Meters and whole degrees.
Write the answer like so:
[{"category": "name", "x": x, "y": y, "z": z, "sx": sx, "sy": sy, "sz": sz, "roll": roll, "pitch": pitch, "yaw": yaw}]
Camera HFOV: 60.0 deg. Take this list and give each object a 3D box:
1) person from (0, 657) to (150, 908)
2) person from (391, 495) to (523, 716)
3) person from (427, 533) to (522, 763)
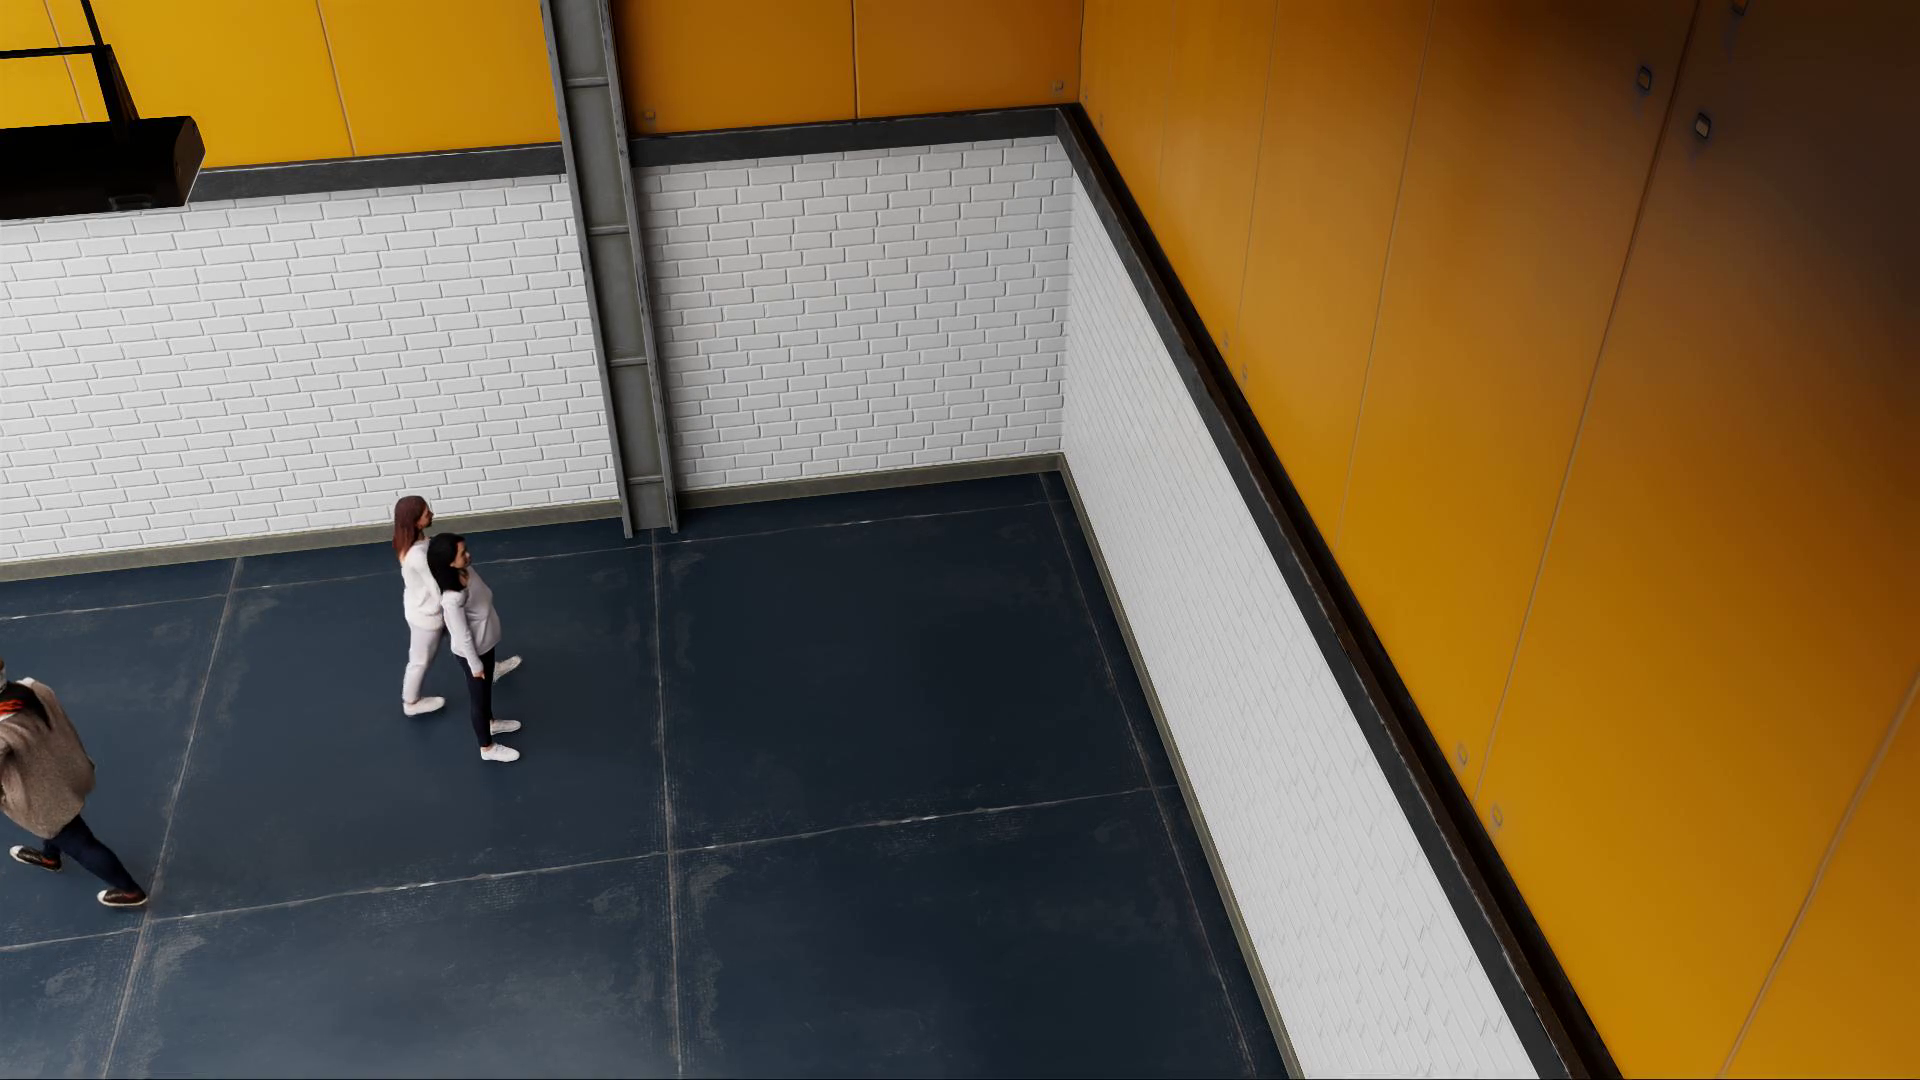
[{"category": "person", "x": -4.955, "y": 1.359, "z": 9.164, "sx": 1.201, "sy": 1.843, "sz": 0.881, "roll": 3, "pitch": 39, "yaw": 3}, {"category": "person", "x": -3.410, "y": 0.471, "z": 10.436, "sx": 1.085, "sy": 1.645, "sz": 0.761, "roll": -15, "pitch": 41, "yaw": -18}, {"category": "person", "x": -2.981, "y": 0.639, "z": 10.181, "sx": 0.542, "sy": 1.700, "sz": 0.605, "roll": -6, "pitch": 39, "yaw": -7}]
